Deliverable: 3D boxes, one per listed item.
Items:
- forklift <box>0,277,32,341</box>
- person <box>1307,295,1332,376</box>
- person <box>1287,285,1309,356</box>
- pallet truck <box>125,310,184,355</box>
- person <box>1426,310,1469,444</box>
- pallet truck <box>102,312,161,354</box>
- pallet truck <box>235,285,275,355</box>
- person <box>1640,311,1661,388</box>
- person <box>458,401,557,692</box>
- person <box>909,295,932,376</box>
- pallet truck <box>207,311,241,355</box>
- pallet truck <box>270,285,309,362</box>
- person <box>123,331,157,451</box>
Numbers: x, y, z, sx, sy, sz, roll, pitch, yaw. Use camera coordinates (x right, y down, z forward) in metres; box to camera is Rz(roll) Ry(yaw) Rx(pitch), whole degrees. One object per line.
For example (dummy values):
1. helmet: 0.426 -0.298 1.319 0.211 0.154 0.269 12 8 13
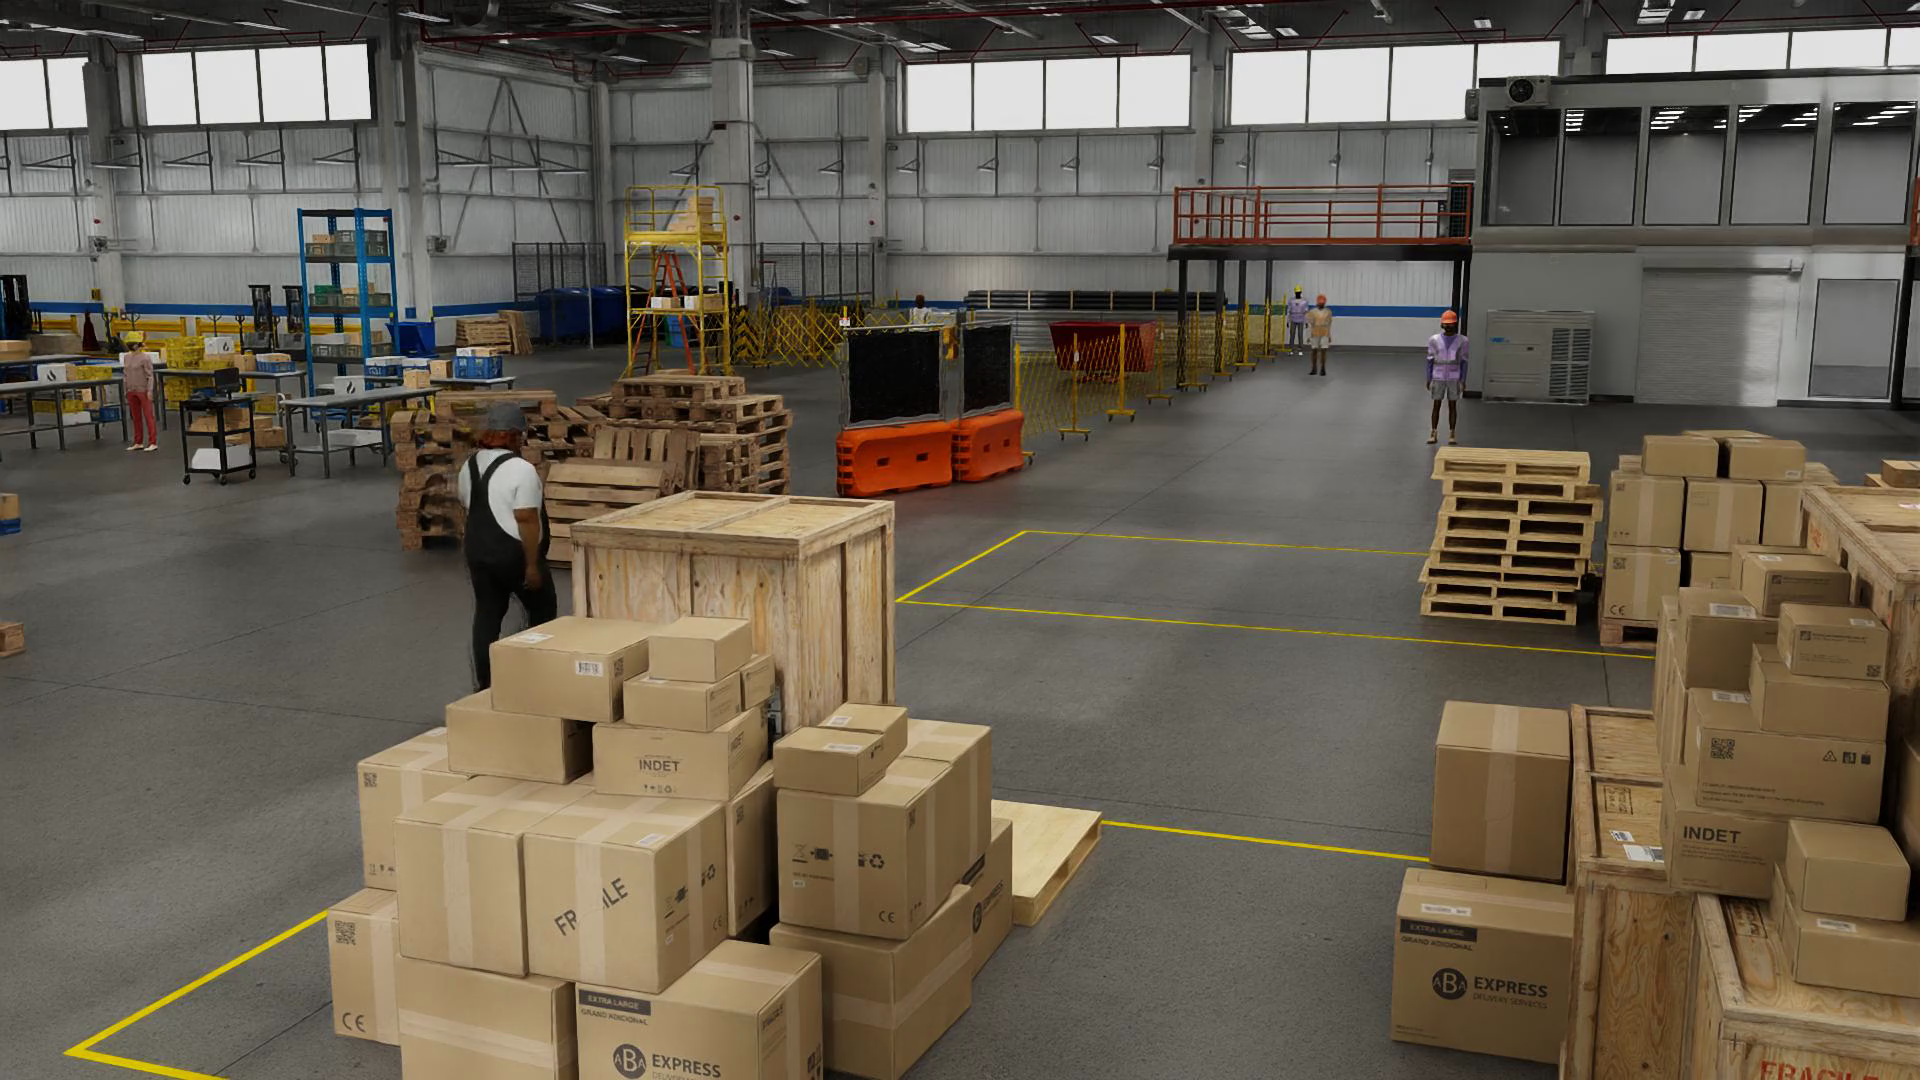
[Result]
1. forklift: -27.151 -6.329 46.328 1.157 1.987 2.680 3 11 17
2. person: 8.361 -4.752 38.699 0.573 1.887 0.811 1 10 8
3. person: 9.260 -6.023 45.677 0.591 1.927 0.366 3 11 19
4. pallet truck: -22.038 -5.665 45.457 0.704 1.261 1.522 3 11 17
5. person: 7.419 -2.473 25.361 0.611 2.043 0.374 3 11 19
6. pallet truck: -23.057 -5.777 46.261 0.680 1.201 1.601 3 11 19
7. pallet truck: -18.327 -5.835 44.421 0.823 1.965 1.885 4 11 23
8. person: 13.471 -3.657 32.499 0.526 1.871 0.324 3 11 19
9. person: -2.914 0.067 11.064 0.711 2.000 0.833 6 12 31
10. person: -0.932 -4.754 38.654 0.580 1.884 0.352 3 11 19
11. pallet truck: -19.537 -5.575 44.913 0.653 1.274 1.630 3 11 19
12. pallet truck: -17.147 -5.700 43.663 0.823 1.965 1.885 3 11 17
13. person: -12.118 -2.188 24.525 0.530 1.772 0.303 3 11 19
